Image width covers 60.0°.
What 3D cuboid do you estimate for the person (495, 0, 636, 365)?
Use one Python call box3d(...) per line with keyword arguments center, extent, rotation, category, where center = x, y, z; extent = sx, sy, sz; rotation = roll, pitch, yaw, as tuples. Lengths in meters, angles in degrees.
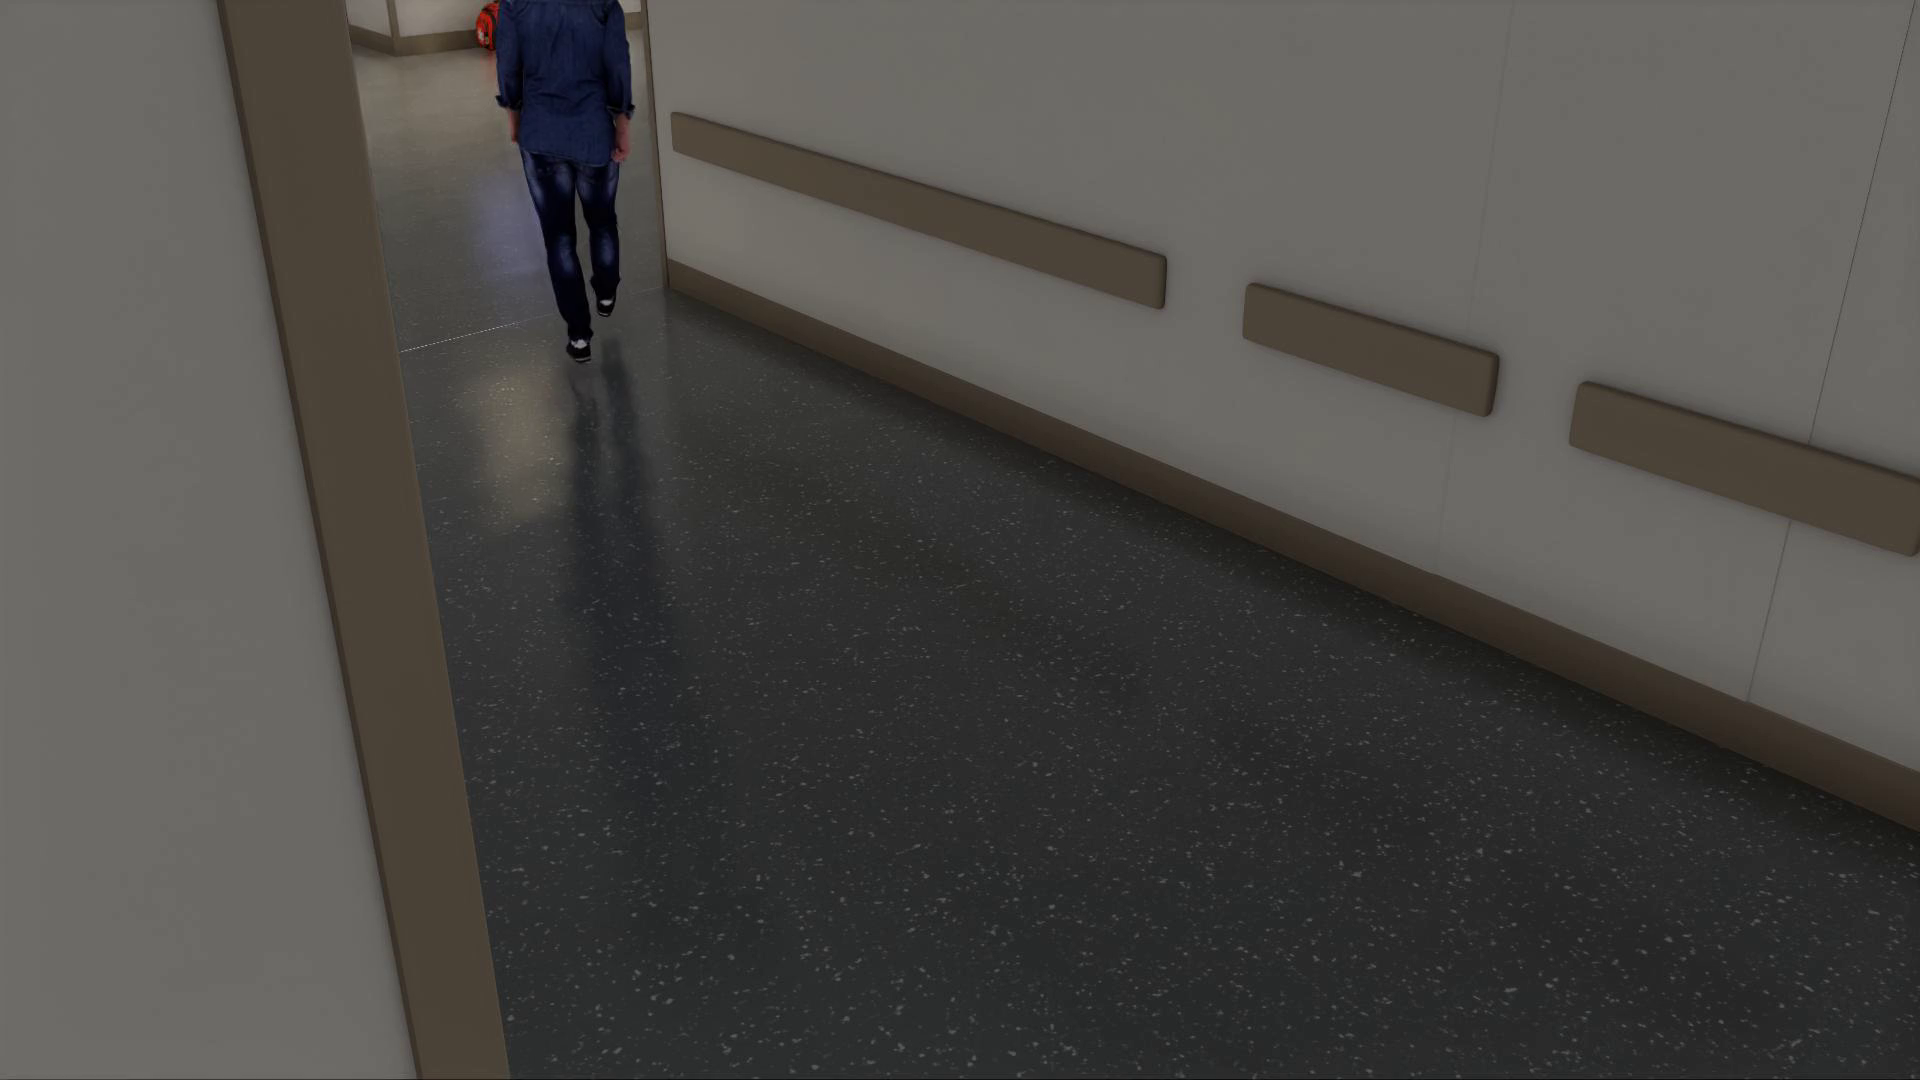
box3d(center=(-1.651, -1.621, 7.038), extent=(1.224, 1.775, 1.076), rotation=(-8, 27, -16), category="person")
